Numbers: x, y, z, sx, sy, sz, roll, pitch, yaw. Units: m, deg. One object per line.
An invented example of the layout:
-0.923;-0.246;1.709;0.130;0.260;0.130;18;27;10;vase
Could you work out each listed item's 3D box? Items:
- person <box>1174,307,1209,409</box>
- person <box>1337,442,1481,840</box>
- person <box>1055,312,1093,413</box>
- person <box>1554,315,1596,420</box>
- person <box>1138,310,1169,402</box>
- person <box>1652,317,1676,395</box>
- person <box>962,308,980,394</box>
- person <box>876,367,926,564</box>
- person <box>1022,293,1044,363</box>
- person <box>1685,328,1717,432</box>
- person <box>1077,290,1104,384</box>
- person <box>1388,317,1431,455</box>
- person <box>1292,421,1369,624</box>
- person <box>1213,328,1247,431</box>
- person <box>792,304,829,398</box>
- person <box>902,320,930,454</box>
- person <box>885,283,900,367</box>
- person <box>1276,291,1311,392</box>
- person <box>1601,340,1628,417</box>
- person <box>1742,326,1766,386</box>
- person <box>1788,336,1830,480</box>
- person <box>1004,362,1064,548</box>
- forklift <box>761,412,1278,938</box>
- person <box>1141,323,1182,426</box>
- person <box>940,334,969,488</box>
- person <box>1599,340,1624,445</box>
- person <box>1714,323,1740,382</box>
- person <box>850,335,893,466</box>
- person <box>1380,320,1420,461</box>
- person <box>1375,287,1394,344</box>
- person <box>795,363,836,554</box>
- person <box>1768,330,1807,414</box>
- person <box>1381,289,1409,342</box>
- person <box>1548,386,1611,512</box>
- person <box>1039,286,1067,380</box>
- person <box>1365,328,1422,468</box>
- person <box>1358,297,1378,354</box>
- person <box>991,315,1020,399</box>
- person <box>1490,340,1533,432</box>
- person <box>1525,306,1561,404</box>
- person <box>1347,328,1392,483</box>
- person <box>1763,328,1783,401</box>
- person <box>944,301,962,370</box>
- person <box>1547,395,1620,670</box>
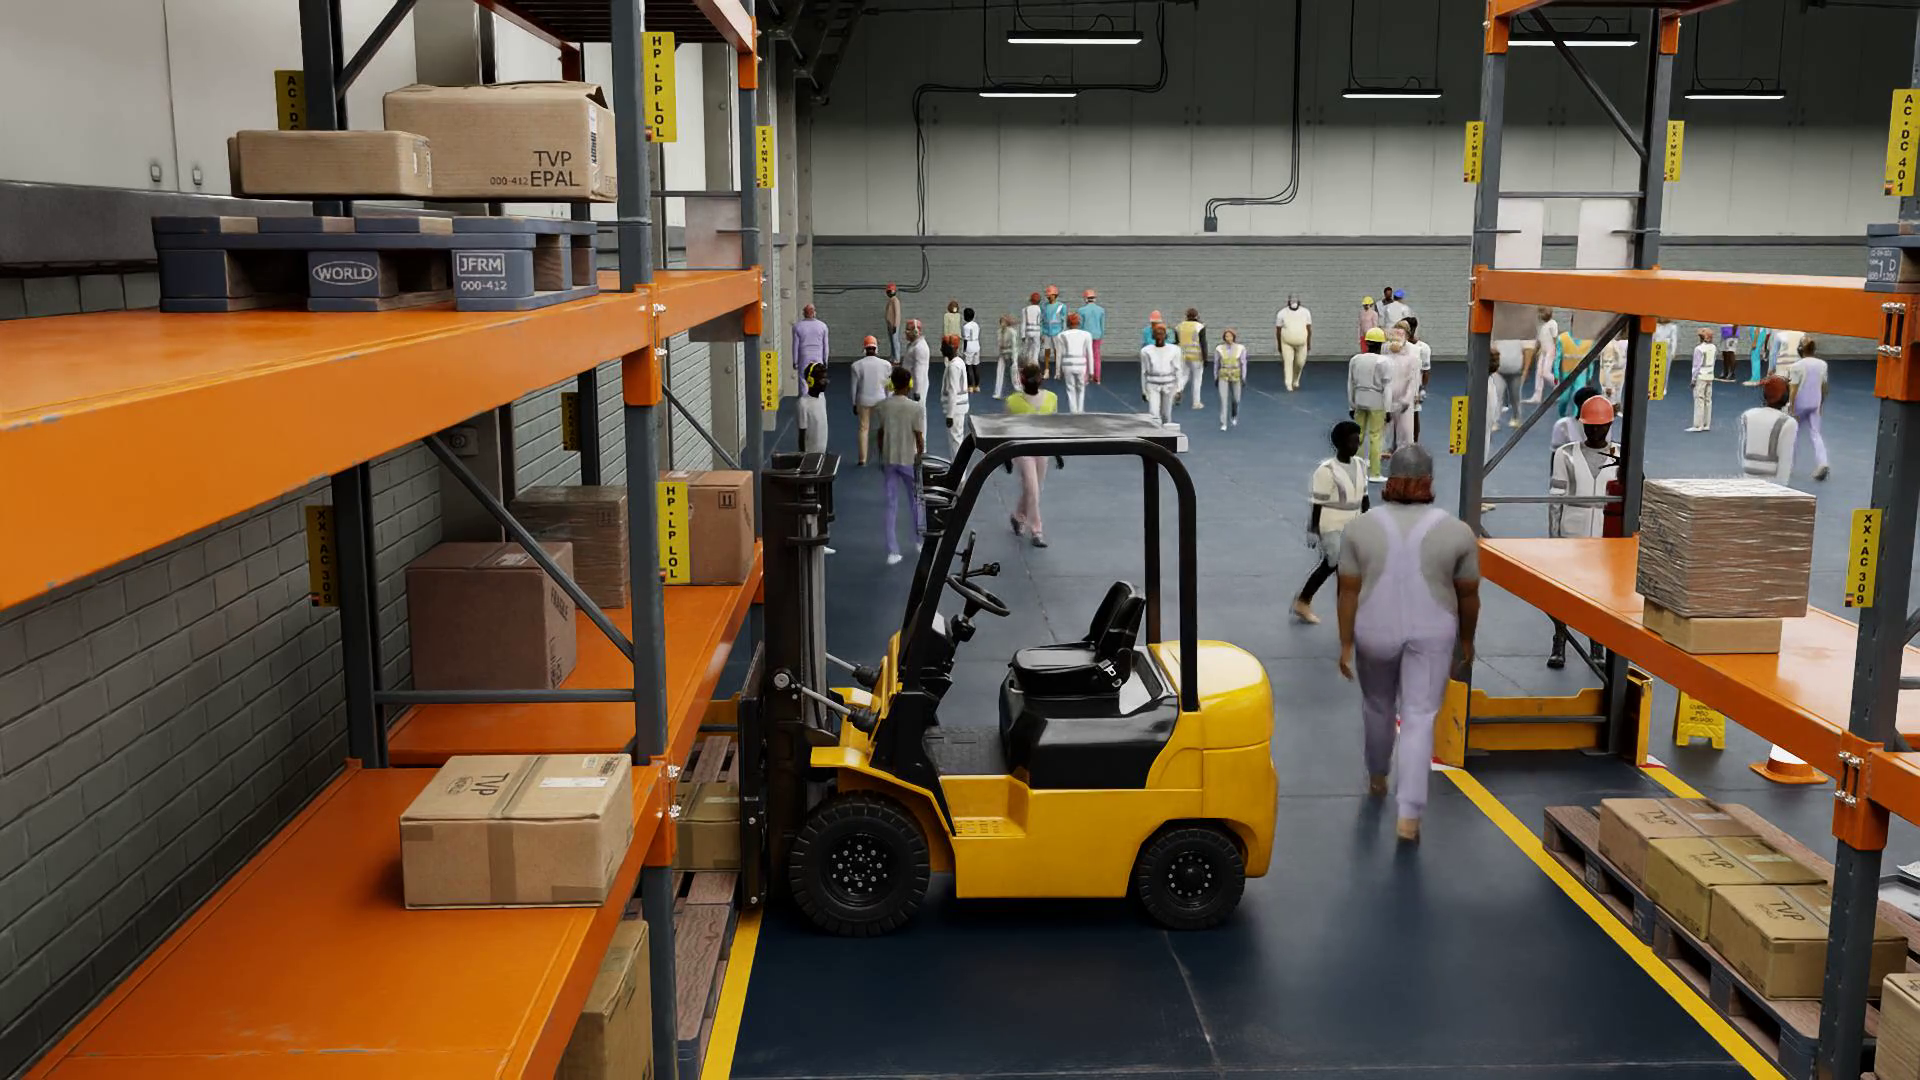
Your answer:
4.115;-3.246;29.775;0.655;1.820;0.565;9;14;41;person
2.309;0.446;8.575;0.699;2.000;1.130;3;11;19;person
1.805;-2.710;26.649;0.600;1.855;0.753;-1;10;-7;person
9.585;-2.605;25.977;0.597;1.902;0.581;2;10;13;person
3.637;-3.424;31.007;0.591;1.729;0.478;8;13;37;person
13.637;-3.650;32.312;0.486;1.707;0.868;4;11;23;person
0.204;-3.740;32.880;0.320;1.692;0.537;6;12;29;person
-0.534;-0.719;15.712;0.483;1.818;0.938;2;10;10;person
1.711;-4.530;36.800;0.585;1.863;0.704;6;12;30;person
11.693;-2.515;26.189;0.522;1.640;0.306;-7;12;-35;person
2.738;-4.275;35.076;0.605;1.977;0.433;-3;11;-16;person
6.210;-2.121;23.102;0.376;1.959;0.600;-10;14;-44;person
2.866;-0.108;12.749;0.529;1.653;0.850;-9;14;-42;person
4.303;-2.570;26.542;0.531;1.622;0.568;2;10;8;person
-2.603;-3.132;28.885;0.650;1.907;0.409;-3;11;-16;person
-0.634;-2.159;23.499;0.401;1.901;0.647;-1;10;-5;person
-1.616;-5.149;39.869;0.378;1.996;0.611;-3;11;-16;person
6.688;-4.007;33.385;0.692;2.000;0.672;0;10;0;person
11.202;-2.922;28.442;0.522;1.645;0.306;-1;10;-6;person
16.559;-4.119;34.603;0.363;1.834;0.519;5;11;27;person
10.742;-1.666;21.030;0.531;1.814;0.911;0;10;-2;person
0.685;-0.879;16.592;0.573;1.816;0.885;-5;11;-27;person
0.291;0.548;7.580;2.313;2.155;1.214;0;10;-2;forklift
2.849;-2.157;23.630;0.576;1.850;0.933;1;10;3;person
-0.069;-1.559;20.218;0.348;1.878;0.579;1;10;6;person
9.511;-2.297;24.194;0.389;1.921;0.560;7;12;34;person
16.508;-4.383;35.703;0.376;1.958;0.608;0;10;2;person
-1.180;-1.853;22.211;0.564;1.744;0.353;0;10;-1;person
5.945;-2.015;22.605;0.632;1.931;0.366;10;14;43;person
10.090;-5.016;39.346;0.600;1.916;0.377;2;10;9;person
-1.385;-0.748;15.754;0.326;1.861;0.499;4;11;21;person
13.916;-2.904;27.875;0.604;1.814;0.660;-2;10;-9;person
9.760;-4.671;37.430;0.573;1.918;0.579;1;10;7;person
5.685;-0.578;15.269;0.561;1.676;0.375;2;10;12;person
1.989;-4.472;35.967;0.615;2.041;0.387;5;11;24;person
5.612;-1.831;21.756;0.886;1.877;0.393;9;13;40;person
9.152;-4.587;37.399;0.334;1.760;0.523;-7;12;-33;person
0.872;-3.438;31.434;0.536;1.597;0.809;10;14;43;person
8.738;-2.763;26.450;0.675;2.000;0.938;4;11;23;person
10.815;-3.391;30.551;0.781;1.825;0.564;0;10;1;person
5.118;-1.678;20.724;0.593;1.924;0.381;10;14;43;person
15.388;-3.533;31.258;0.519;1.861;0.324;8;13;38;person
-0.168;-4.675;38.238;0.498;1.633;0.282;-9;14;-42;person
4.393;-0.045;11.600;0.552;1.935;0.374;3;11;16;person
